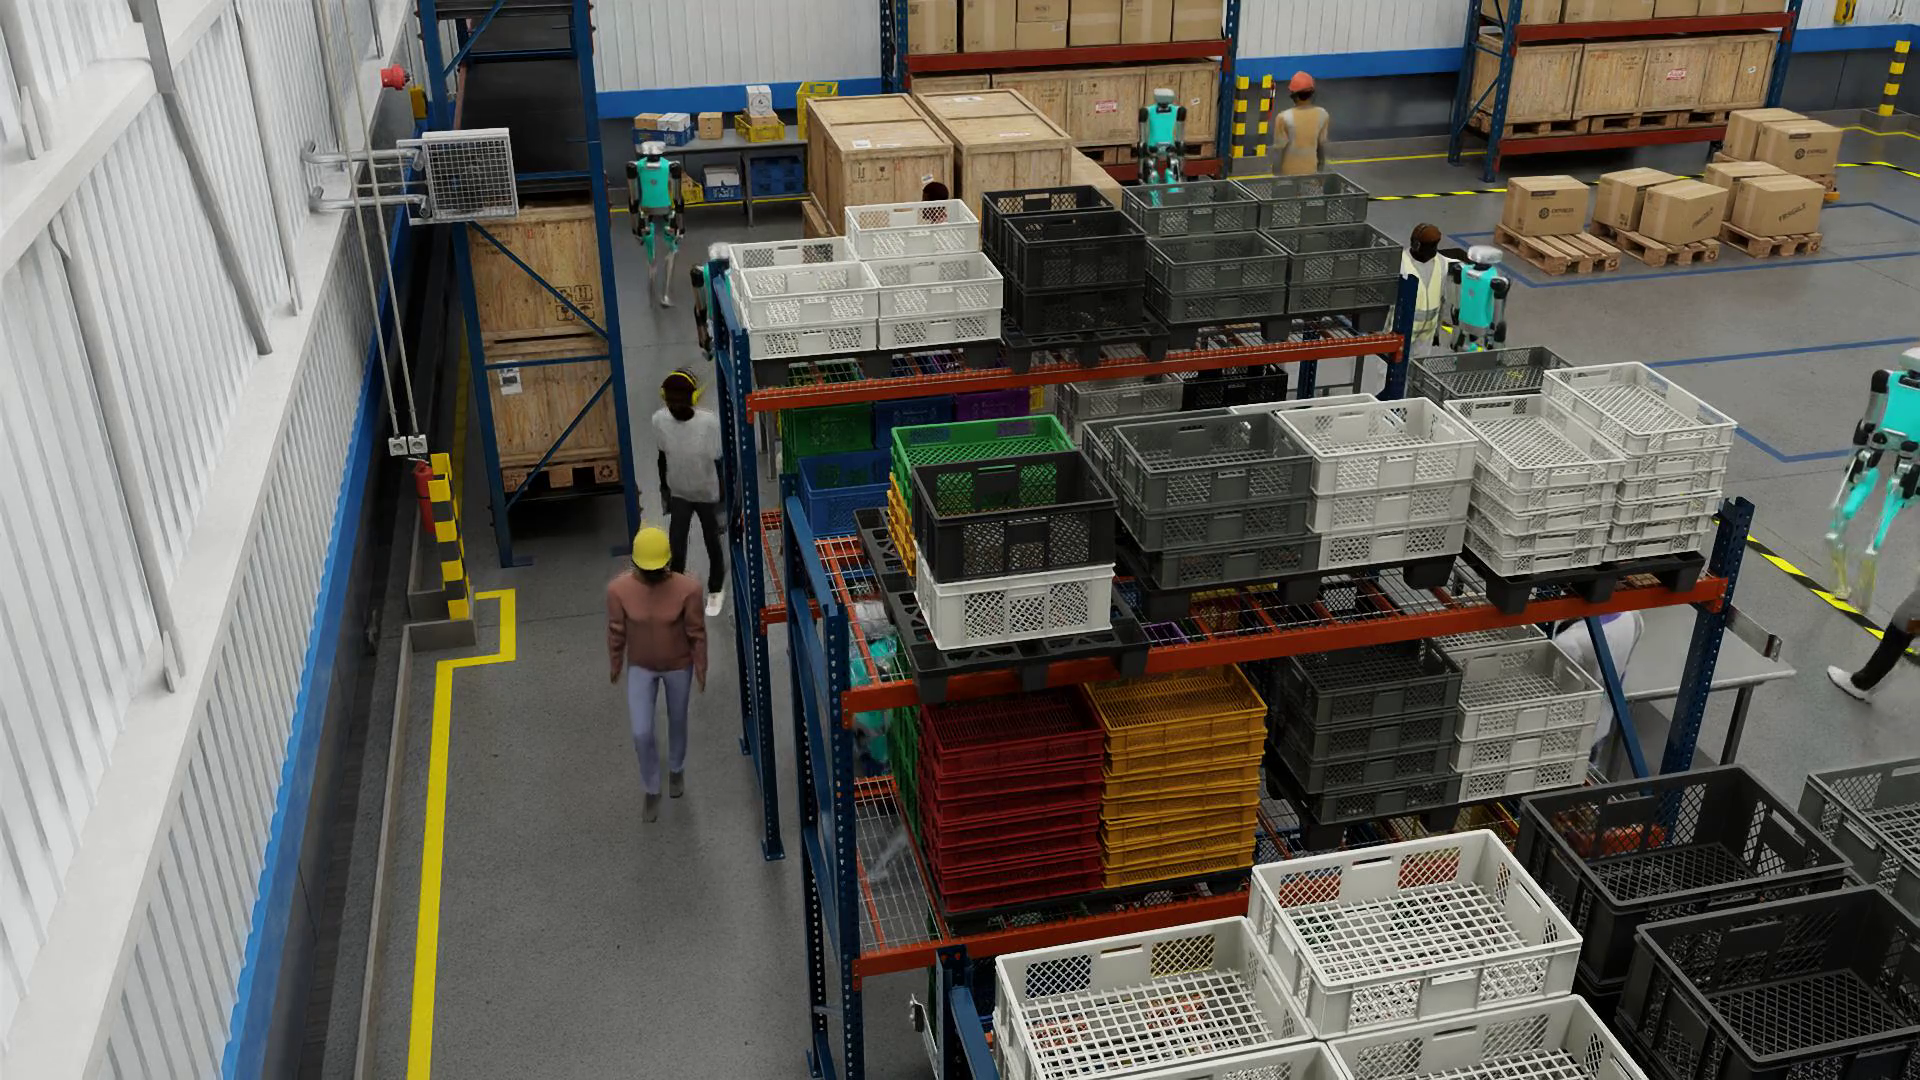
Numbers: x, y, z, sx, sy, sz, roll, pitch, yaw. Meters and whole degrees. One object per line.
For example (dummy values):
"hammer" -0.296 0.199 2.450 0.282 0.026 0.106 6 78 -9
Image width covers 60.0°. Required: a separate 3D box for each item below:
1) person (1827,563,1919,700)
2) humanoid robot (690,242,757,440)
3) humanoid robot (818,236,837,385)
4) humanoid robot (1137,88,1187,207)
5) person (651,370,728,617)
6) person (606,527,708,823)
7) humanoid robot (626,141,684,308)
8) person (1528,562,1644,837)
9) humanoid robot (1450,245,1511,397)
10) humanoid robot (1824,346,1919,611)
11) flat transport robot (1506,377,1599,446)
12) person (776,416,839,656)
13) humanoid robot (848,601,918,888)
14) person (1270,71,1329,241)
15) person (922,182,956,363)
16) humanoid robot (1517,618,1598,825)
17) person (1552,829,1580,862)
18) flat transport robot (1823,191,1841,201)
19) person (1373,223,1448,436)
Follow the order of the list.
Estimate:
"person" 5.782 0.316 9.803 0.609 1.796 0.983 -9 29 -17
"humanoid robot" -1.850 -1.678 13.674 0.544 1.764 0.929 2 28 3
"humanoid robot" -1.092 -1.742 13.849 0.329 1.646 0.615 -7 29 -13
"humanoid robot" 2.222 -3.873 17.843 0.533 1.767 0.978 -4 28 -8
"person" -1.740 -0.214 10.771 0.536 1.829 0.901 4 28 8
"person" -1.643 0.732 9.068 0.556 1.740 0.659 -3 28 -5
"humanoid robot" -2.952 -3.078 16.389 0.553 1.847 0.779 -3 28 -5
"person" 3.067 0.929 8.382 0.613 2.041 0.372 -20 34 -33
"humanoid robot" 4.313 -1.541 13.433 0.797 1.799 0.531 -16 32 -27
"humanoid robot" 6.148 -0.351 11.189 0.815 1.810 0.536 -23 36 -37
"flat transport robot" 4.780 -1.036 14.013 0.659 0.231 1.431 -6 28 -12
"person" -0.908 -0.062 10.487 0.500 1.837 0.346 -16 32 -28
"humanoid robot" -0.190 1.002 8.611 0.969 1.774 0.544 -21 34 -35
"person" 3.590 -3.895 17.556 0.613 2.028 0.697 -8 29 -14
"person" -0.174 -2.143 14.343 0.393 1.920 0.588 -3 28 -6
"humanoid robot" 2.973 1.139 8.380 0.420 1.653 0.610 19 33 32
"person" 2.358 1.916 6.750 0.825 1.837 0.528 5 28 10
"flat transport robot" 9.800 -4.244 20.068 1.431 0.197 0.652 -6 28 -12
"person" 3.676 -1.700 13.596 0.626 1.837 0.430 -9 29 -17
